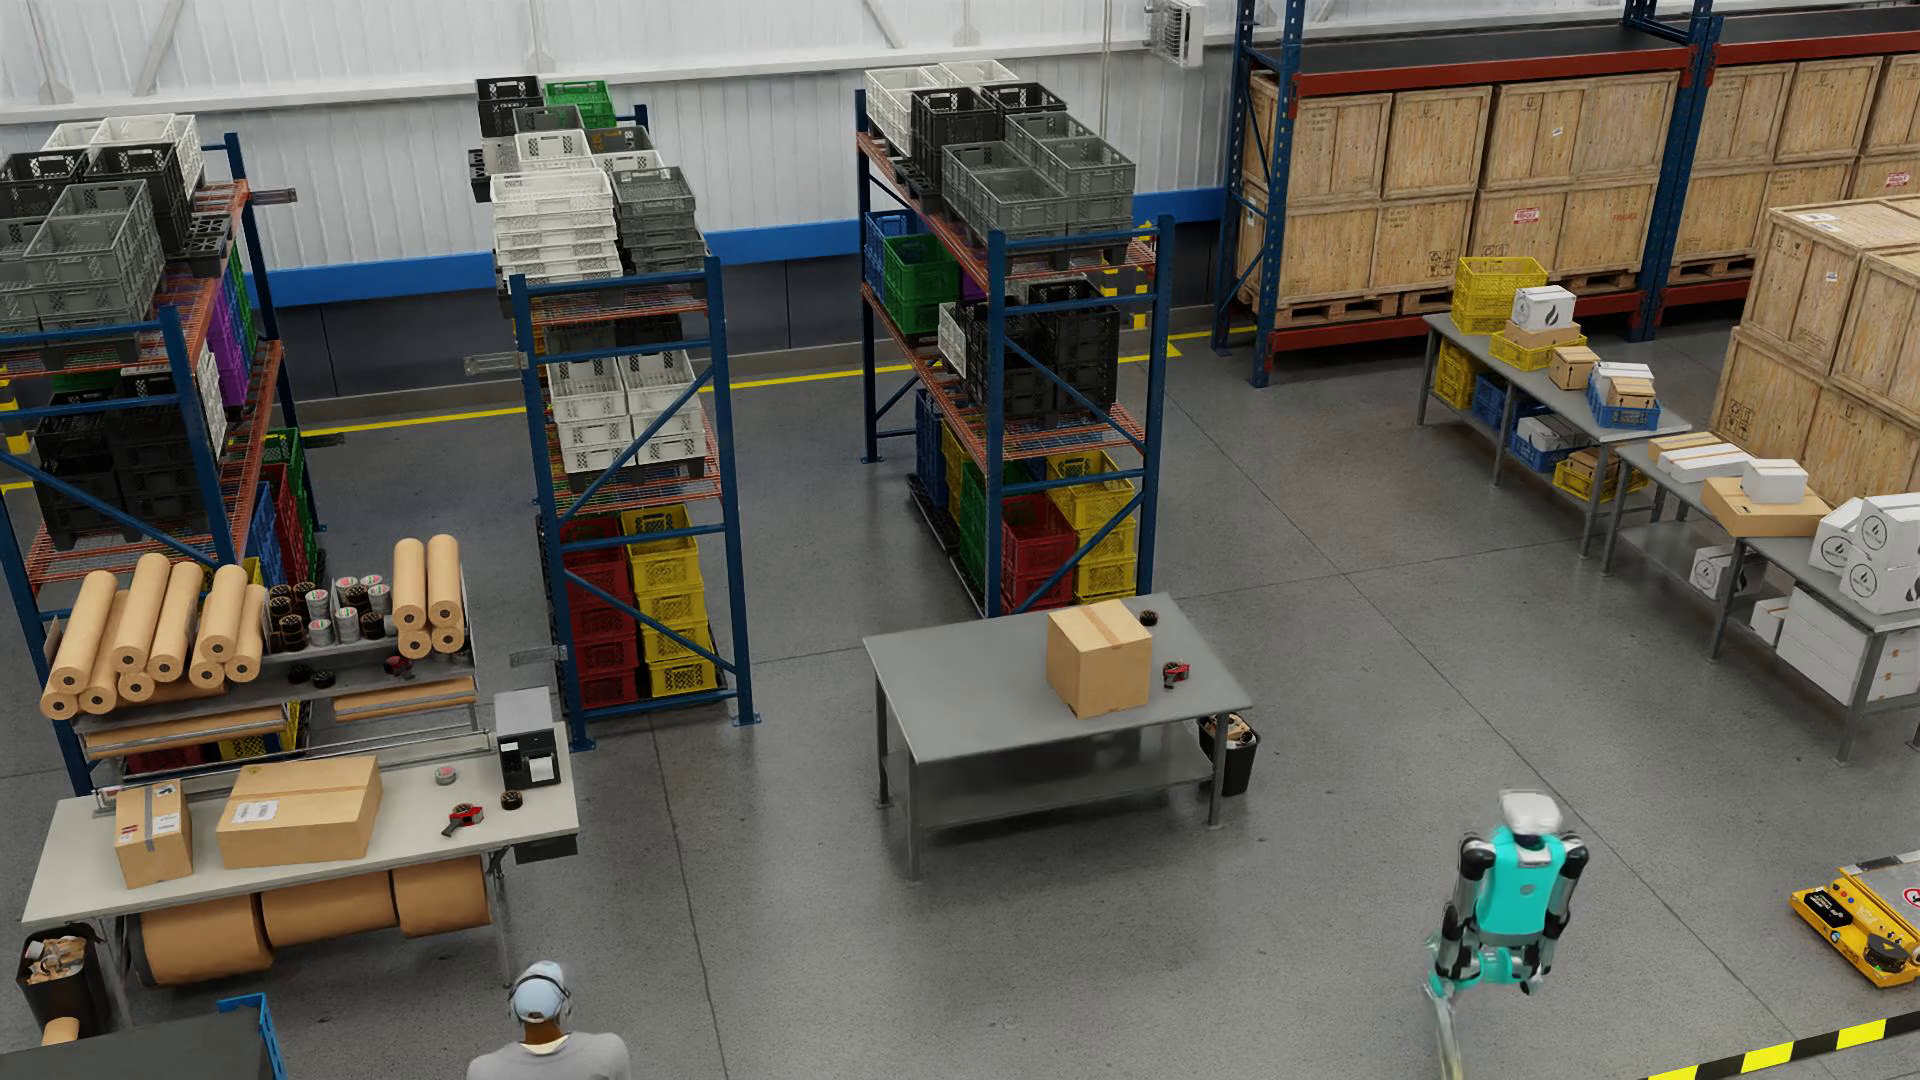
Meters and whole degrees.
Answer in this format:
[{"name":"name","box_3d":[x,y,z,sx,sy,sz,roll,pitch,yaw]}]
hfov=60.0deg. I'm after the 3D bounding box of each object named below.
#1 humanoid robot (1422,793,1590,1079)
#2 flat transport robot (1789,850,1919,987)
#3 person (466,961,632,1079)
[{"name":"humanoid robot","box_3d":[2.323,1.749,7.523,0.547,1.842,0.857,-2,29,-4]},{"name":"flat transport robot","box_3d":[5.163,1.916,8.676,1.431,0.231,0.659,-8,30,-14]},{"name":"person","box_3d":[-1.495,2.326,6.285,0.597,1.850,0.397,-8,30,-14]}]
